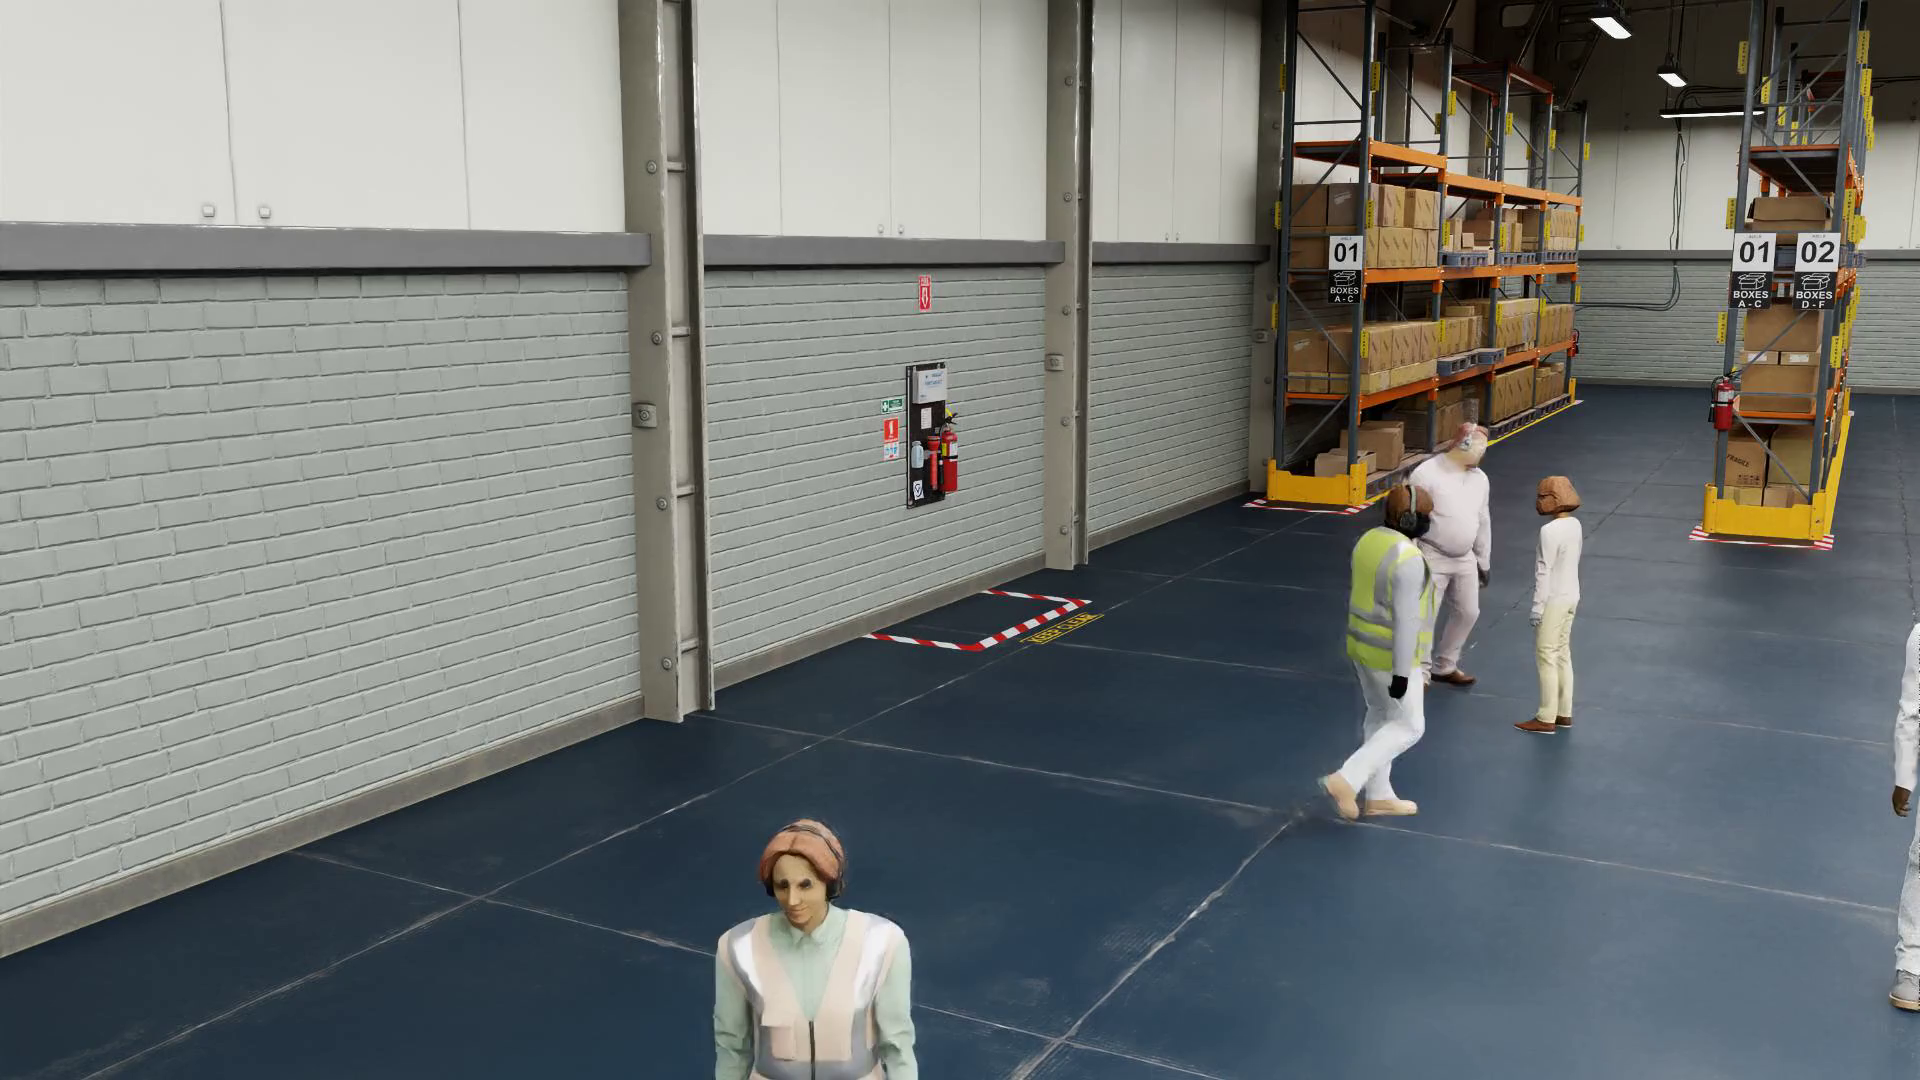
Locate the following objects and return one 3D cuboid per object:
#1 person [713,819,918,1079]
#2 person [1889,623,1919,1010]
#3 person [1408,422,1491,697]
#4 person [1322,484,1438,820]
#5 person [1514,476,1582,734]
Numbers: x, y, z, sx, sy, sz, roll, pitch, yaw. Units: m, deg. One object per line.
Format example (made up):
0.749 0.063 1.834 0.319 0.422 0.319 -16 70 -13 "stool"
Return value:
-0.362 1.473 4.259 0.519 1.616 0.678 0 10 -1 "person"
3.989 0.950 6.535 0.579 1.882 0.342 4 10 20 "person"
3.309 0.142 11.311 0.722 1.879 0.416 -4 10 -21 "person"
2.202 0.608 8.724 0.547 1.822 0.654 -2 10 -12 "person"
3.747 0.405 10.489 0.287 1.622 0.510 8 13 41 "person"
